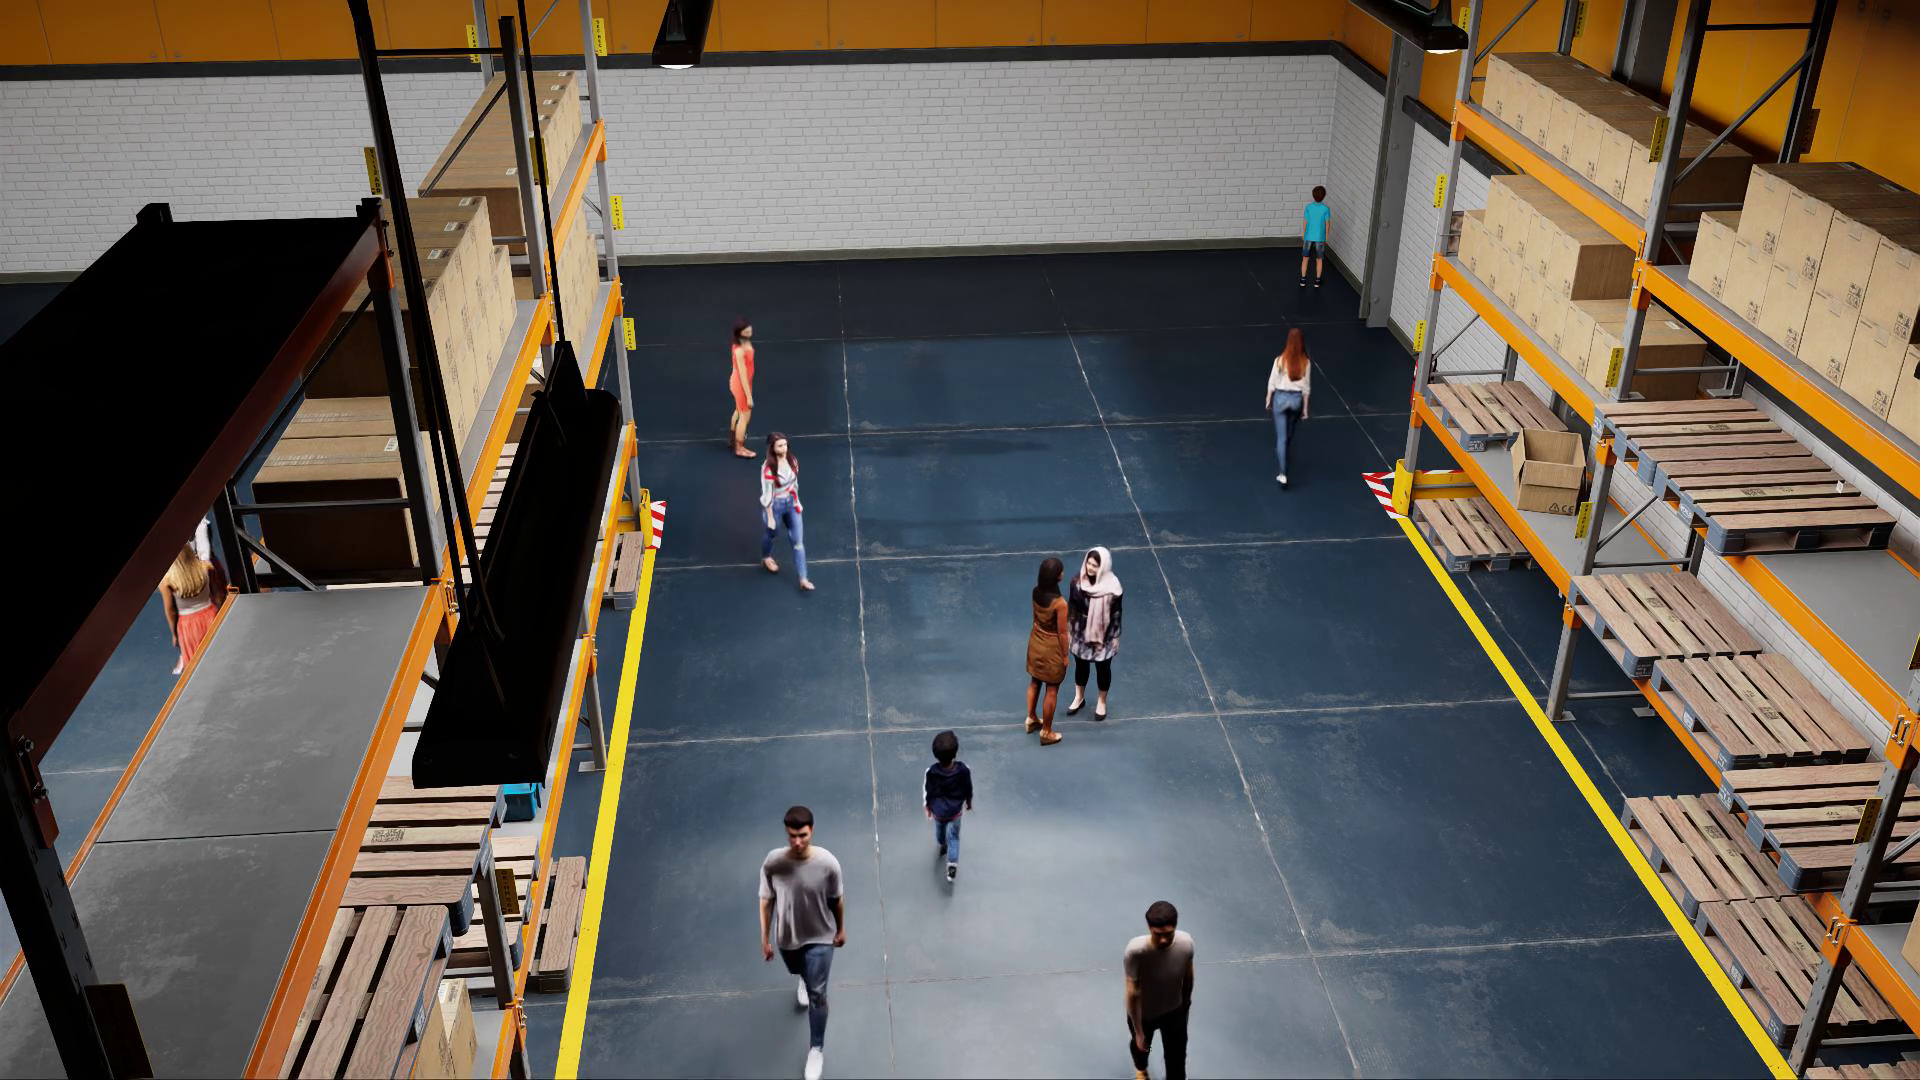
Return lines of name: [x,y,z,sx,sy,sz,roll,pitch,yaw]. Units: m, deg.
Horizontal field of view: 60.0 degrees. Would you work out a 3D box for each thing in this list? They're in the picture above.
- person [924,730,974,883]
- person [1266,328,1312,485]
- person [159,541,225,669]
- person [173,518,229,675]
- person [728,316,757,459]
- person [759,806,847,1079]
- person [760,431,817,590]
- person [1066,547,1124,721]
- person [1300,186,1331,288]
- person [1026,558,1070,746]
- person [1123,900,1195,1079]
person: [-0.086,1.968,12.238,0.575,1.207,0.847,1,29,2]
person: [3.548,-1.415,17.942,0.644,1.682,1.162,0,29,-1]
person: [-6.311,0.758,13.833,0.723,1.803,0.755,-22,35,-34]
person: [-6.652,0.292,14.791,0.894,1.704,1.162,8,30,15]
person: [-2.466,-1.710,18.469,0.843,1.695,0.552,-11,31,-20]
person: [-0.994,2.448,10.692,0.802,1.843,1.246,2,29,3]
person: [-1.772,-0.313,16.039,0.995,1.570,1.176,-20,35,-33]
person: [1.134,0.766,13.994,0.731,1.635,0.754,10,30,18]
person: [5.013,-4.296,23.468,0.587,1.449,0.597,9,30,17]
person: [0.727,0.903,13.691,0.698,1.683,0.593,-18,33,-30]
person: [1.186,2.807,10.197,0.603,1.687,0.905,-3,29,-6]
